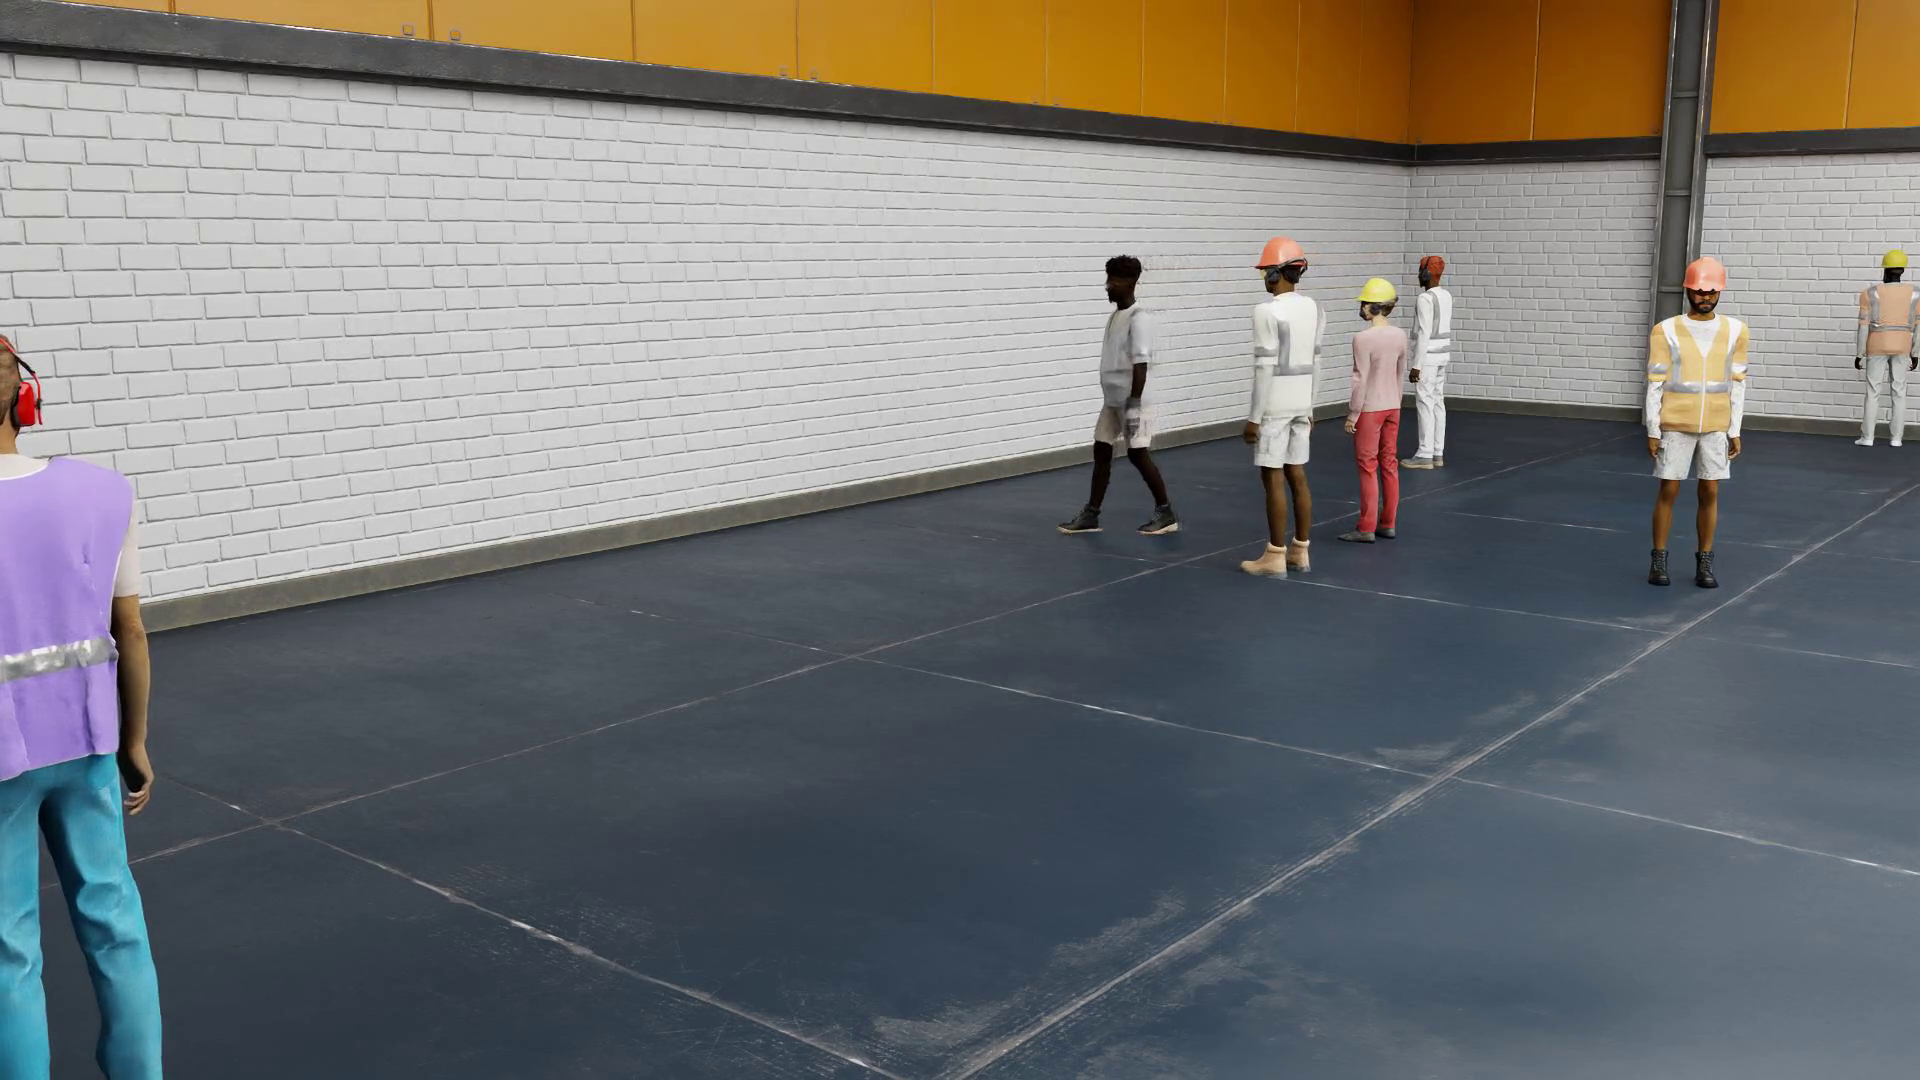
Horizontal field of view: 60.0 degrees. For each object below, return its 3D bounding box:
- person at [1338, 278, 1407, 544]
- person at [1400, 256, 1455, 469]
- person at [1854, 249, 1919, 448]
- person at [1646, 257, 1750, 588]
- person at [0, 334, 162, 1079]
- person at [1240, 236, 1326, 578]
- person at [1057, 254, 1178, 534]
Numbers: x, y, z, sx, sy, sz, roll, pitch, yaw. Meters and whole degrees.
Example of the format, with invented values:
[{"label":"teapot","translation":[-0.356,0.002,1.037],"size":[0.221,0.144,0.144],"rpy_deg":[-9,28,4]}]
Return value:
[{"label":"person","translation":[2.772,-0.860,11.158],"size":[0.533,1.769,0.311],"rpy_deg":[-8,13,-39]},{"label":"person","translation":[4.170,-1.577,14.800],"size":[0.341,1.882,0.587],"rpy_deg":[8,13,39]},{"label":"person","translation":[9.056,-1.859,16.235],"size":[0.587,1.930,0.354],"rpy_deg":[3,11,15]},{"label":"person","translation":[4.278,-0.672,9.685],"size":[0.539,1.929,0.382],"rpy_deg":[2,10,10]},{"label":"person","translation":[-1.976,0.482,3.513],"size":[0.389,1.841,0.564],"rpy_deg":[8,13,36]},{"label":"person","translation":[1.917,-0.794,10.025],"size":[0.614,2.040,0.390],"rpy_deg":[-10,14,-42]},{"label":"person","translation":[1.129,-0.986,11.412],"size":[0.725,1.951,0.650],"rpy_deg":[-3,11,-15]}]
